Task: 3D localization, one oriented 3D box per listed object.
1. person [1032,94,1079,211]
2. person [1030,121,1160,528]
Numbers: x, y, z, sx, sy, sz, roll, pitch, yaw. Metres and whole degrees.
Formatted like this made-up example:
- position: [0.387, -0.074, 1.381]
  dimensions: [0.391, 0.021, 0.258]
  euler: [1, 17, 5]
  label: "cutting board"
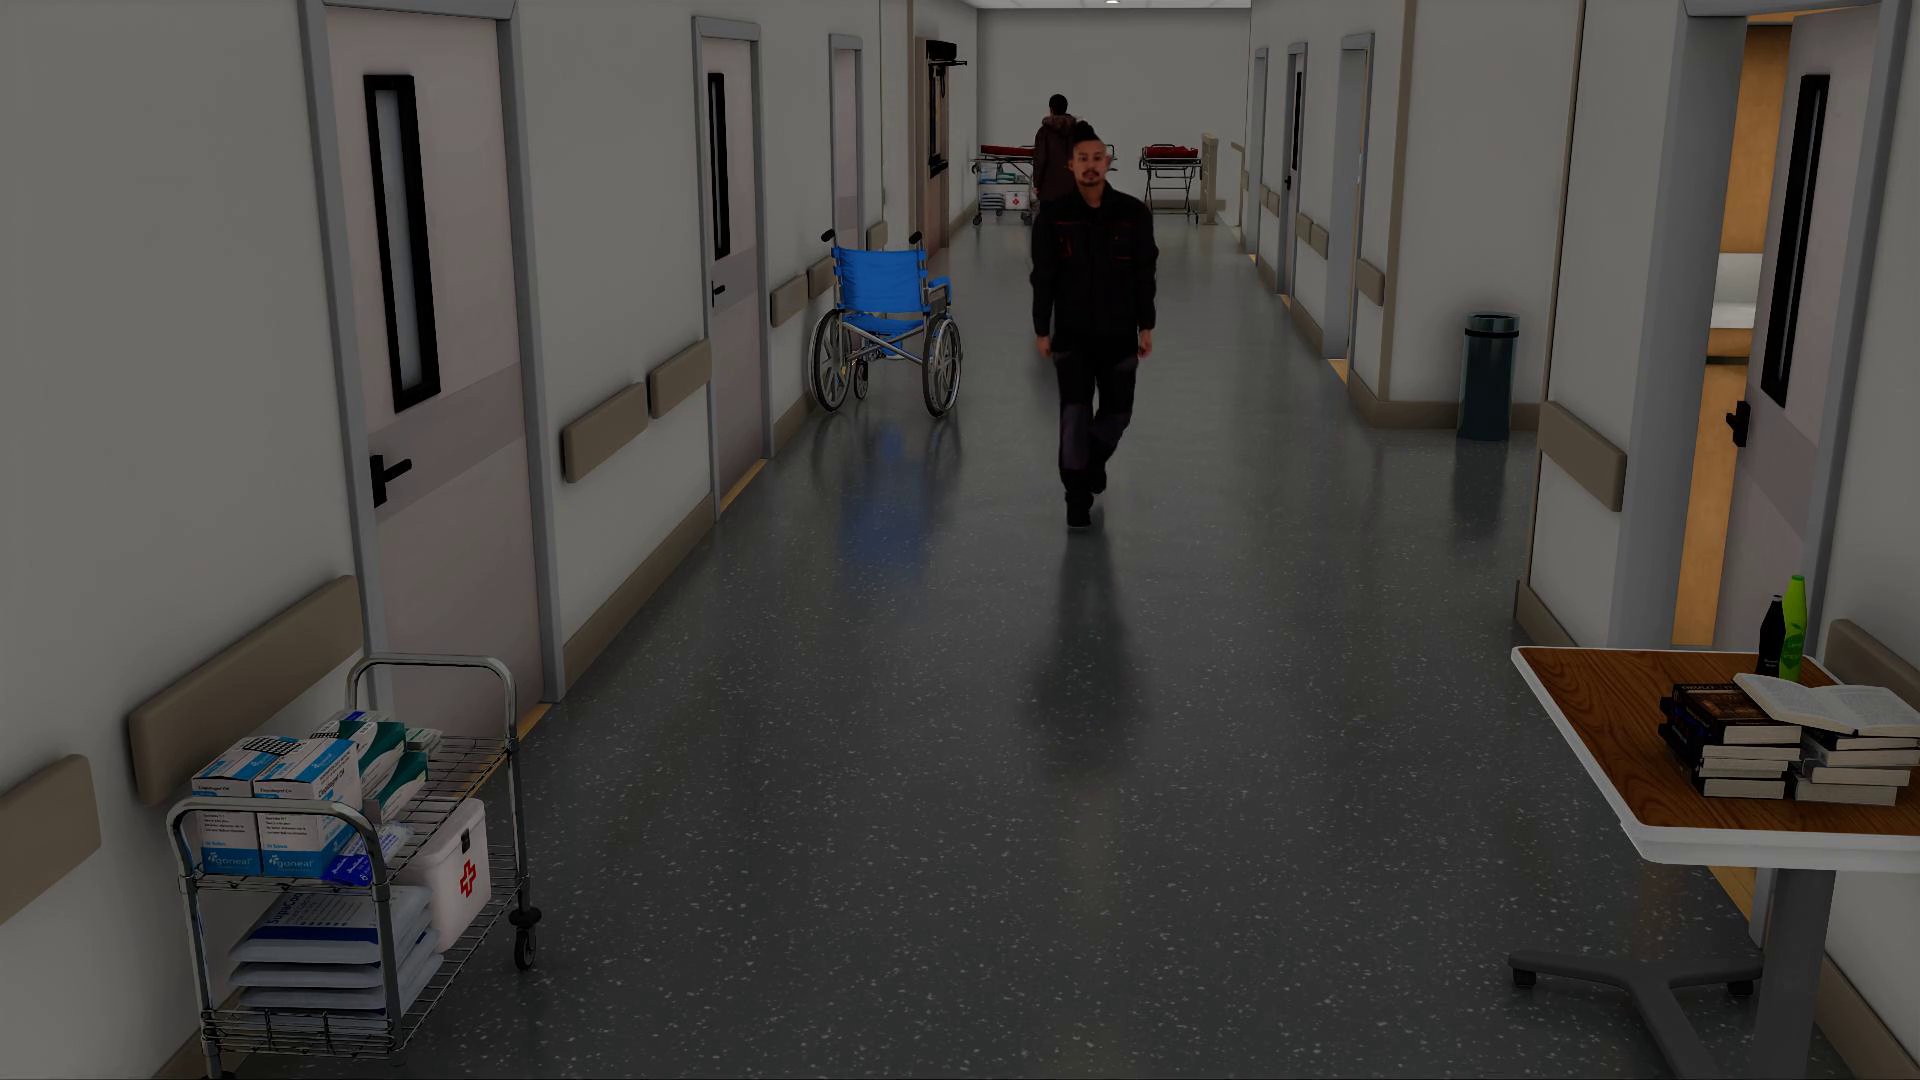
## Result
- position: [1.015, -3.704, 17.358]
  dimensions: [0.880, 1.847, 0.913]
  euler: [-10, 19, -32]
  label: "person"
- position: [0.633, -1.020, 7.861]
  dimensions: [0.858, 1.835, 1.120]
  euler: [-1, 16, -4]
  label: "person"
